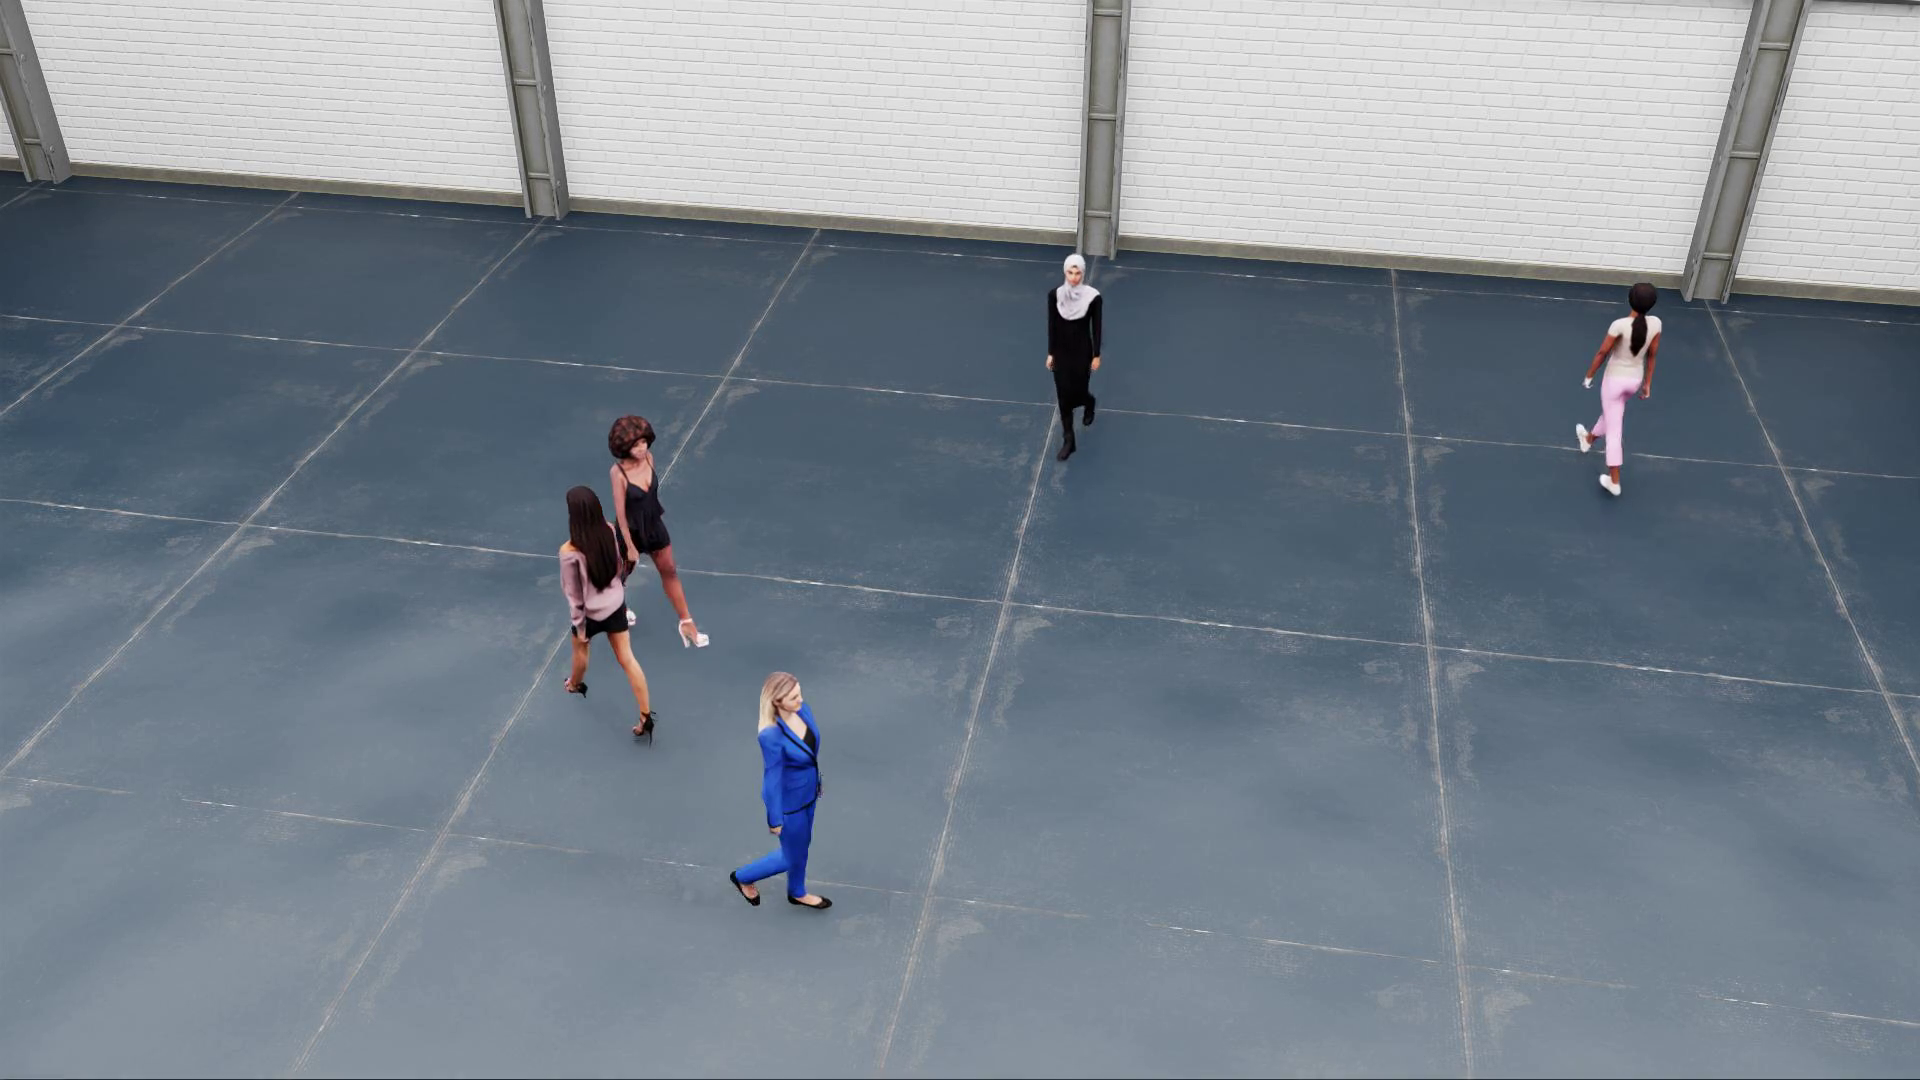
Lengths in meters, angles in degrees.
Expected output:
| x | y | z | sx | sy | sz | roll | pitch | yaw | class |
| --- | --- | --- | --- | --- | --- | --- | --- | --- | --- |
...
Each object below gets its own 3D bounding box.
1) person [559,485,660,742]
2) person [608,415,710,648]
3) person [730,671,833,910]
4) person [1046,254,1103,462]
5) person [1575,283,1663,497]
| x | y | z | sx | sy | sz | roll | pitch | yaw | class |
| --- | --- | --- | --- | --- | --- | --- | --- | --- | --- |
| -2.182 | 0.509 | 10.417 | 1.203 | 1.755 | 1.005 | 25 | 41 | 32 | person |
| -2.239 | -0.061 | 11.290 | 1.178 | 1.738 | 0.922 | 23 | 40 | 30 | person |
| -1.023 | 1.399 | 9.138 | 0.767 | 1.688 | 0.621 | 8 | 34 | 12 | person |
| 0.930 | -1.521 | 13.464 | 0.855 | 1.761 | 0.748 | 11 | 35 | 16 | person |
| 5.185 | -1.147 | 12.959 | 1.128 | 1.698 | 0.918 | -5 | 34 | -7 | person |
